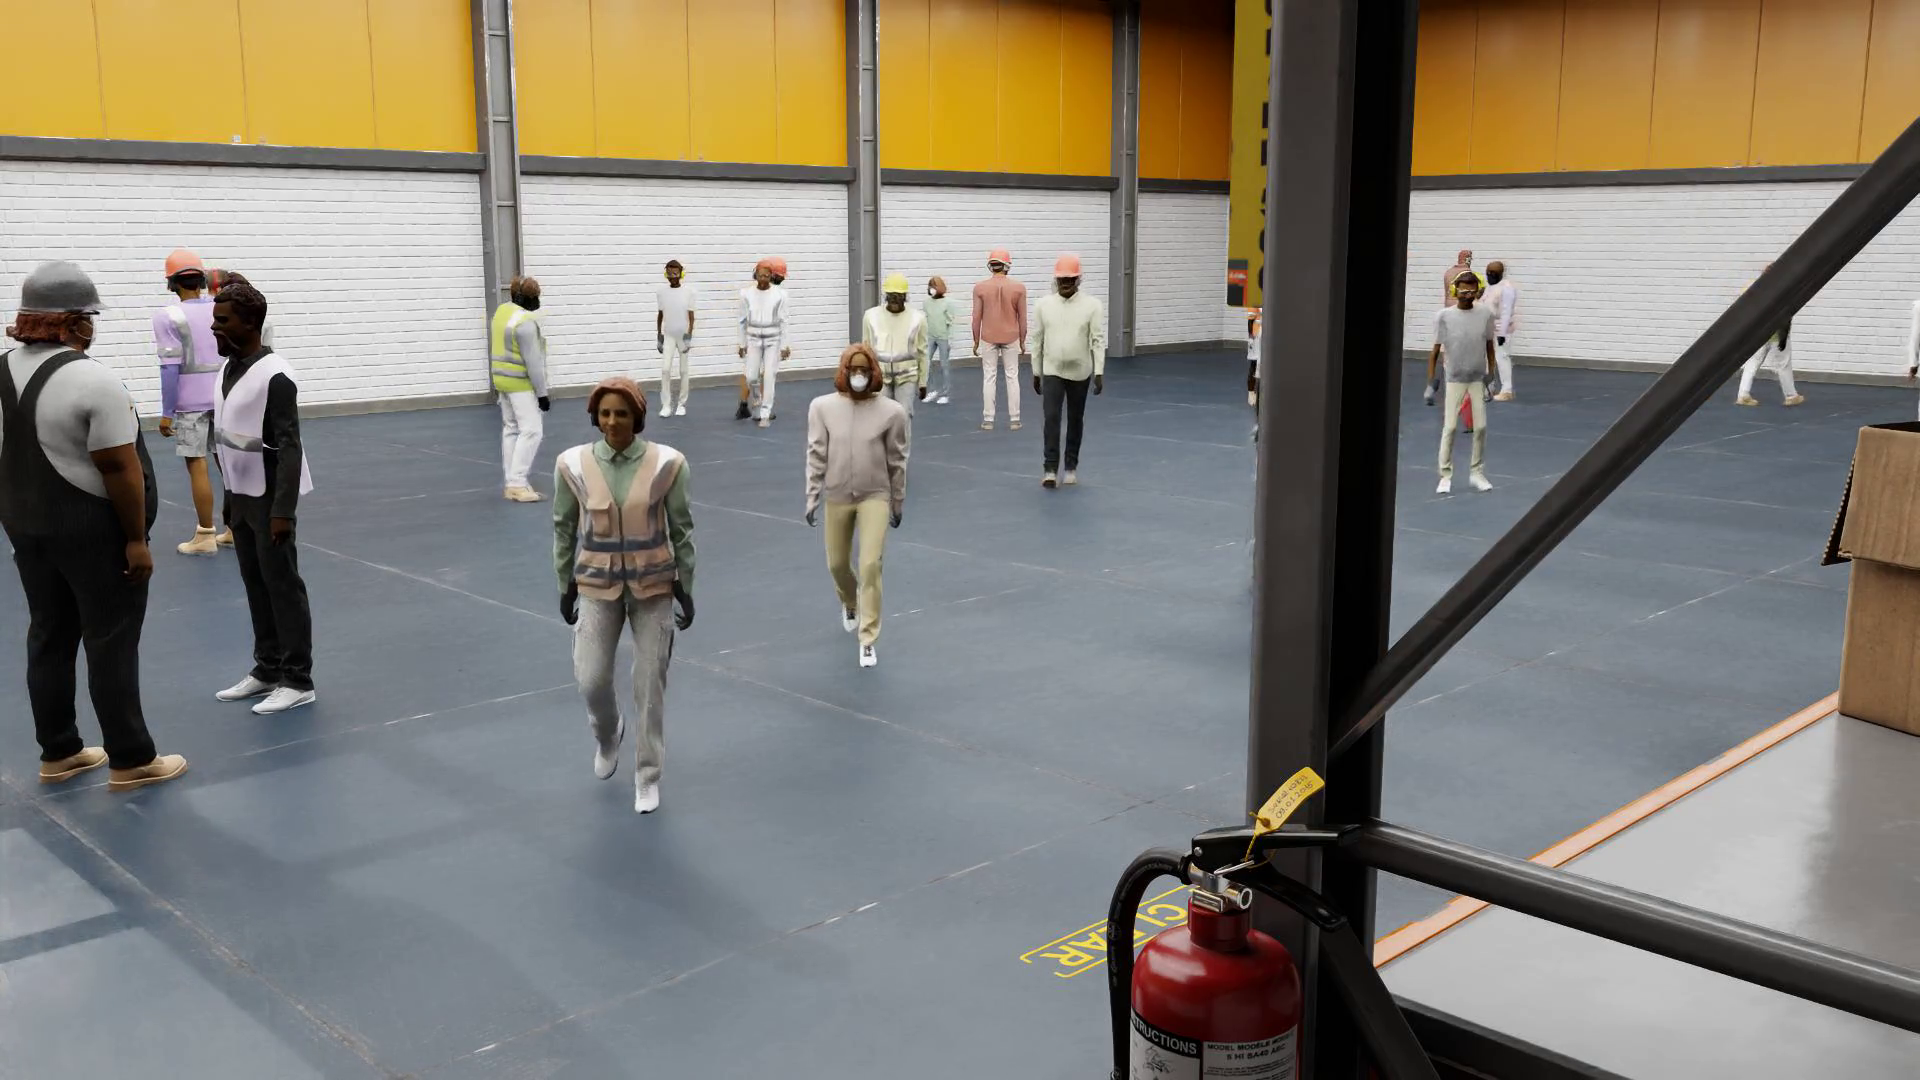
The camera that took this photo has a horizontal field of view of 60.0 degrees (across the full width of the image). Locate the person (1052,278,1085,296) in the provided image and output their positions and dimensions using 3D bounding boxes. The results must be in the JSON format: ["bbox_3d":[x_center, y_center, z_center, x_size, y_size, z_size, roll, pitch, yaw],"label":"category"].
[{"bbox_3d":[1.616,-3.308,24.789,0.516,1.811,0.838,1,10,3],"label":"person"}]

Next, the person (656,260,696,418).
[{"bbox_3d":[-3.347,-2.348,19.500,0.506,1.833,0.788,0,10,1],"label":"person"}]

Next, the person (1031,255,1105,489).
[{"bbox_3d":[0.899,-1.399,13.988,0.632,1.947,0.977,1,10,6],"label":"person"}]

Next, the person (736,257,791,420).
[{"bbox_3d":[-2.242,-2.323,19.230,0.648,1.886,0.451,7,12,33],"label":"person"}]

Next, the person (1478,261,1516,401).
[{"bbox_3d":[6.904,-2.676,21.383,0.630,1.802,0.644,-4,11,-19],"label":"person"}]

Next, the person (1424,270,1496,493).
[{"bbox_3d":[4.177,-1.311,13.811,0.641,1.849,0.500,1,10,5],"label":"person"}]

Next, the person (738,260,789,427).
[{"bbox_3d":[-2.184,-2.196,18.607,0.596,1.862,0.538,1,10,5],"label":"person"}]

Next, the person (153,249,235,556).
[{"bbox_3d":[-5.093,-0.911,11.112,0.394,2.040,0.610,5,12,27],"label":"person"}]

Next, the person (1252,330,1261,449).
[{"bbox_3d":[2.111,-0.730,10.389,0.628,1.941,0.540,5,12,26],"label":"person"}]

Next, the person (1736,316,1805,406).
[{"bbox_3d":[10.190,-2.570,20.844,0.954,1.793,0.646,-3,11,-18],"label":"person"}]

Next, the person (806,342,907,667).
[{"bbox_3d":[-0.516,-0.212,8.469,0.502,1.608,0.704,1,10,4],"label":"person"}]

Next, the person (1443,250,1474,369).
[{"bbox_3d":[7.980,-3.653,26.456,0.402,1.900,0.646,-6,12,-29],"label":"person"}]

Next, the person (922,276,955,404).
[{"bbox_3d":[-0.285,-2.523,21.064,0.502,1.618,0.438,6,12,29],"label":"person"}]

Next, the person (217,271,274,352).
[{"bbox_3d":[-5.309,-1.044,12.321,0.534,1.864,0.310,-5,11,-24],"label":"person"}]

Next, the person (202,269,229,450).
[{"bbox_3d":[-7.301,-1.784,16.542,0.973,1.795,0.575,-8,13,-37],"label":"person"}]

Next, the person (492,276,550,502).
[{"bbox_3d":[-3.535,-1.214,13.414,0.432,1.814,0.702,-7,13,-35],"label":"person"}]

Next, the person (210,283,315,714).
[{"bbox_3d":[-3.145,-0.187,7.496,0.587,1.920,0.392,9,14,42],"label":"person"}]

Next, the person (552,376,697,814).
[{"bbox_3d":[-1.243,0.197,6.209,0.529,1.627,0.409,-1,10,-7],"label":"person"}]

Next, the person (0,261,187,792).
[{"bbox_3d":[-3.373,-0.053,6.433,0.689,2.000,0.539,3,11,18],"label":"person"}]

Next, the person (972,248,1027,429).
[{"bbox_3d":[0.433,-2.212,18.339,0.612,1.991,0.392,0,10,-1],"label":"person"}]

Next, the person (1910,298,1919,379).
[{"bbox_3d":[9.402,-1.710,15.908,0.418,1.871,0.595,-10,14,-42],"label":"person"}]

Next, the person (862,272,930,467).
[{"bbox_3d":[-0.567,-1.413,14.451,0.618,1.818,0.416,0,10,3],"label":"person"}]

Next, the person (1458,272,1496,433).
[{"bbox_3d":[5.420,-1.982,17.769,0.725,1.742,0.527,-8,13,-37],"label":"person"}]

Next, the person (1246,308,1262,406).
[{"bbox_3d":[3.818,-2.521,20.832,0.532,1.696,0.319,-5,11,-23],"label":"person"}]
